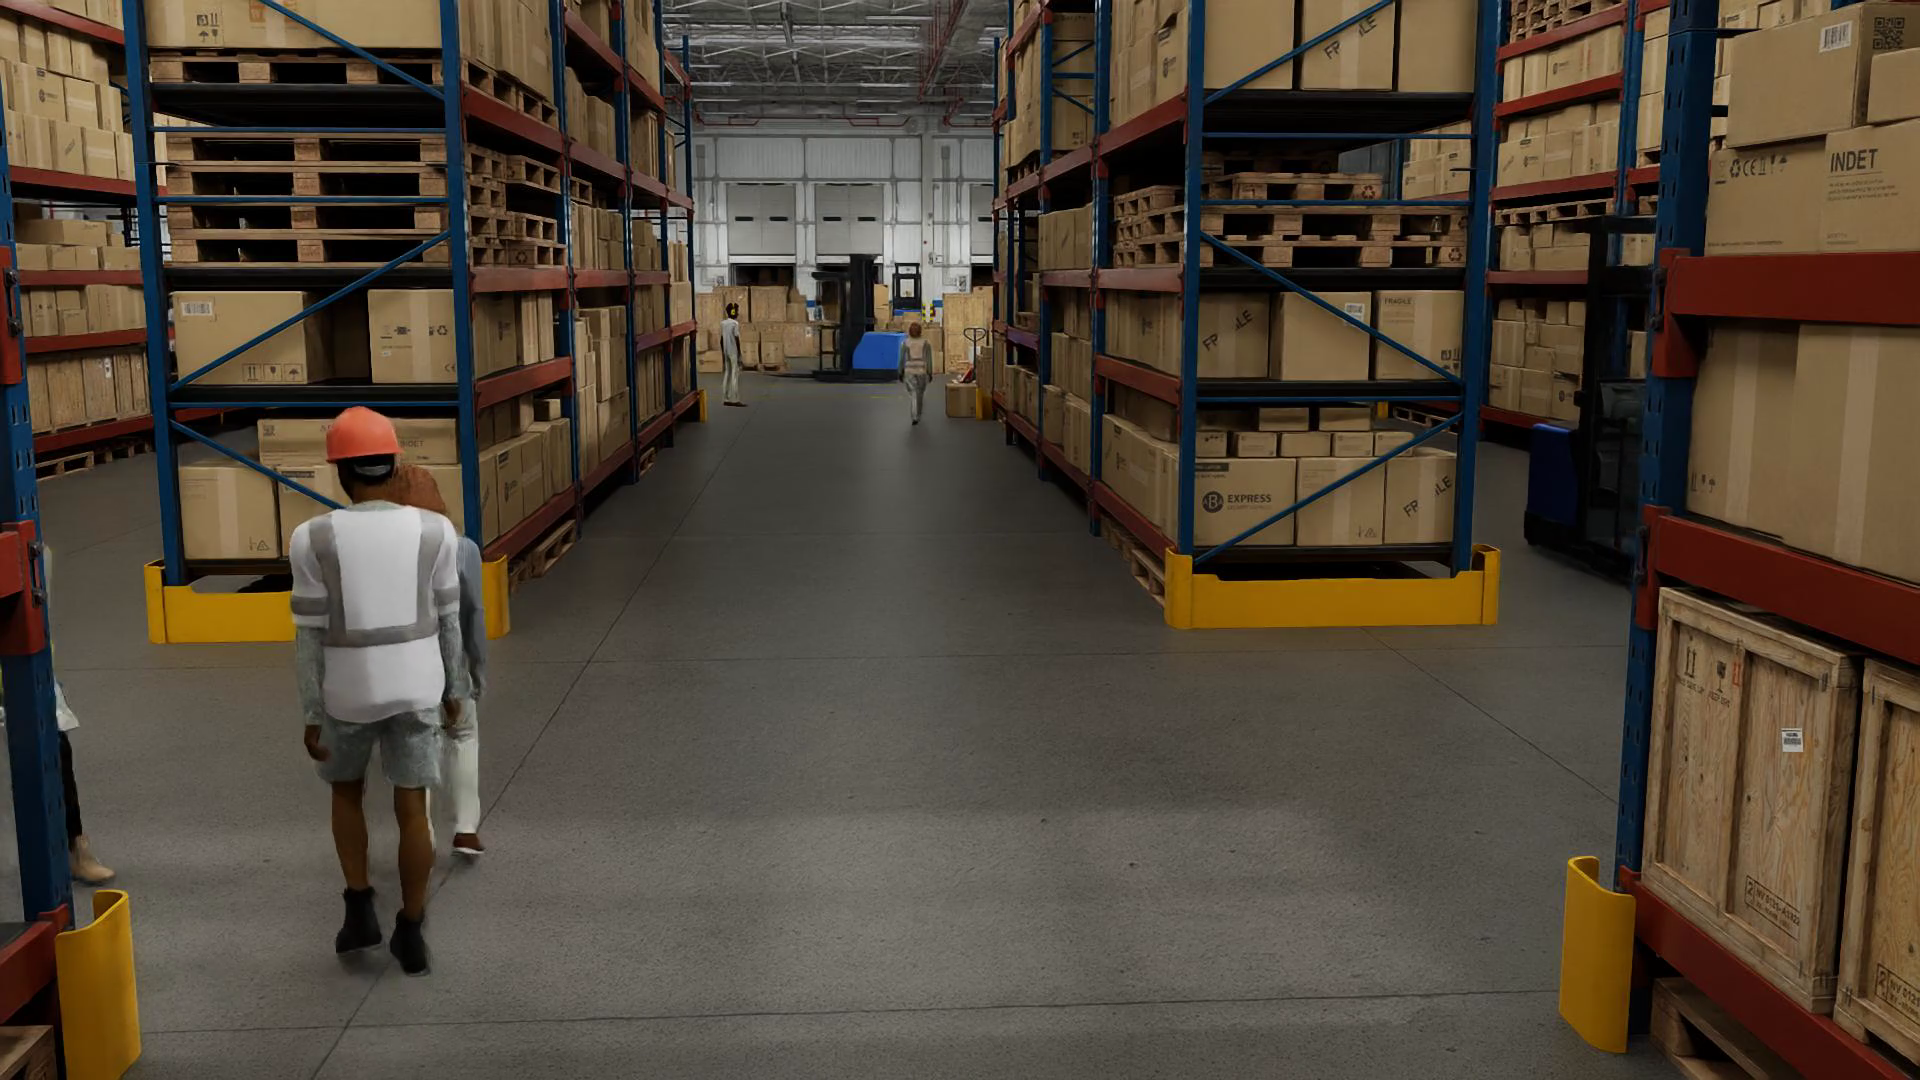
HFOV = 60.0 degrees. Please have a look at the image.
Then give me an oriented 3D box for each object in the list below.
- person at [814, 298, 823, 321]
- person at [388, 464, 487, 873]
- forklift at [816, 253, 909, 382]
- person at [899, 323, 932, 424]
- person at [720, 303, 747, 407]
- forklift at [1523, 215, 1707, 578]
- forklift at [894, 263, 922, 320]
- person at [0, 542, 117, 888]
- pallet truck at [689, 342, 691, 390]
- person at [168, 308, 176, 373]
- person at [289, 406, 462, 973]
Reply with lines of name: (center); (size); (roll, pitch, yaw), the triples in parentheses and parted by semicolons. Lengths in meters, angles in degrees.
person: (-4.611, -7.198, 54.979); (0.700, 1.614, 0.524); (-4, 10, -21)
person: (-2.126, 0.505, 6.579); (0.512, 1.620, 0.380); (-2, 9, -10)
forklift: (-2.118, -4.912, 36.671); (1.873, 2.768, 1.129); (2, 9, 13)
person: (-0.709, -2.641, 26.429); (0.526, 1.596, 0.881); (-1, 9, -6)
person: (-4.074, -3.305, 29.770); (0.519, 1.865, 0.327); (9, 12, 43)
forklift: (5.492, -1.219, 13.483); (1.129, 2.768, 1.873); (-1, 9, -4)
forklift: (-1.980, -9.006, 62.380); (1.129, 2.768, 1.873); (-1, 9, -4)
person: (-3.729, 0.515, 6.424); (0.873, 1.659, 0.528); (4, 10, 23)
pallet truck: (-5.225, -3.008, 27.480); (1.885, 1.965, 0.823); (2, 9, 14)
person: (-17.701, -4.516, 37.126); (0.603, 1.946, 0.497); (0, 9, -1)
person: (-1.960, 0.509, 5.635); (0.548, 1.920, 0.453); (-4, 10, -24)
